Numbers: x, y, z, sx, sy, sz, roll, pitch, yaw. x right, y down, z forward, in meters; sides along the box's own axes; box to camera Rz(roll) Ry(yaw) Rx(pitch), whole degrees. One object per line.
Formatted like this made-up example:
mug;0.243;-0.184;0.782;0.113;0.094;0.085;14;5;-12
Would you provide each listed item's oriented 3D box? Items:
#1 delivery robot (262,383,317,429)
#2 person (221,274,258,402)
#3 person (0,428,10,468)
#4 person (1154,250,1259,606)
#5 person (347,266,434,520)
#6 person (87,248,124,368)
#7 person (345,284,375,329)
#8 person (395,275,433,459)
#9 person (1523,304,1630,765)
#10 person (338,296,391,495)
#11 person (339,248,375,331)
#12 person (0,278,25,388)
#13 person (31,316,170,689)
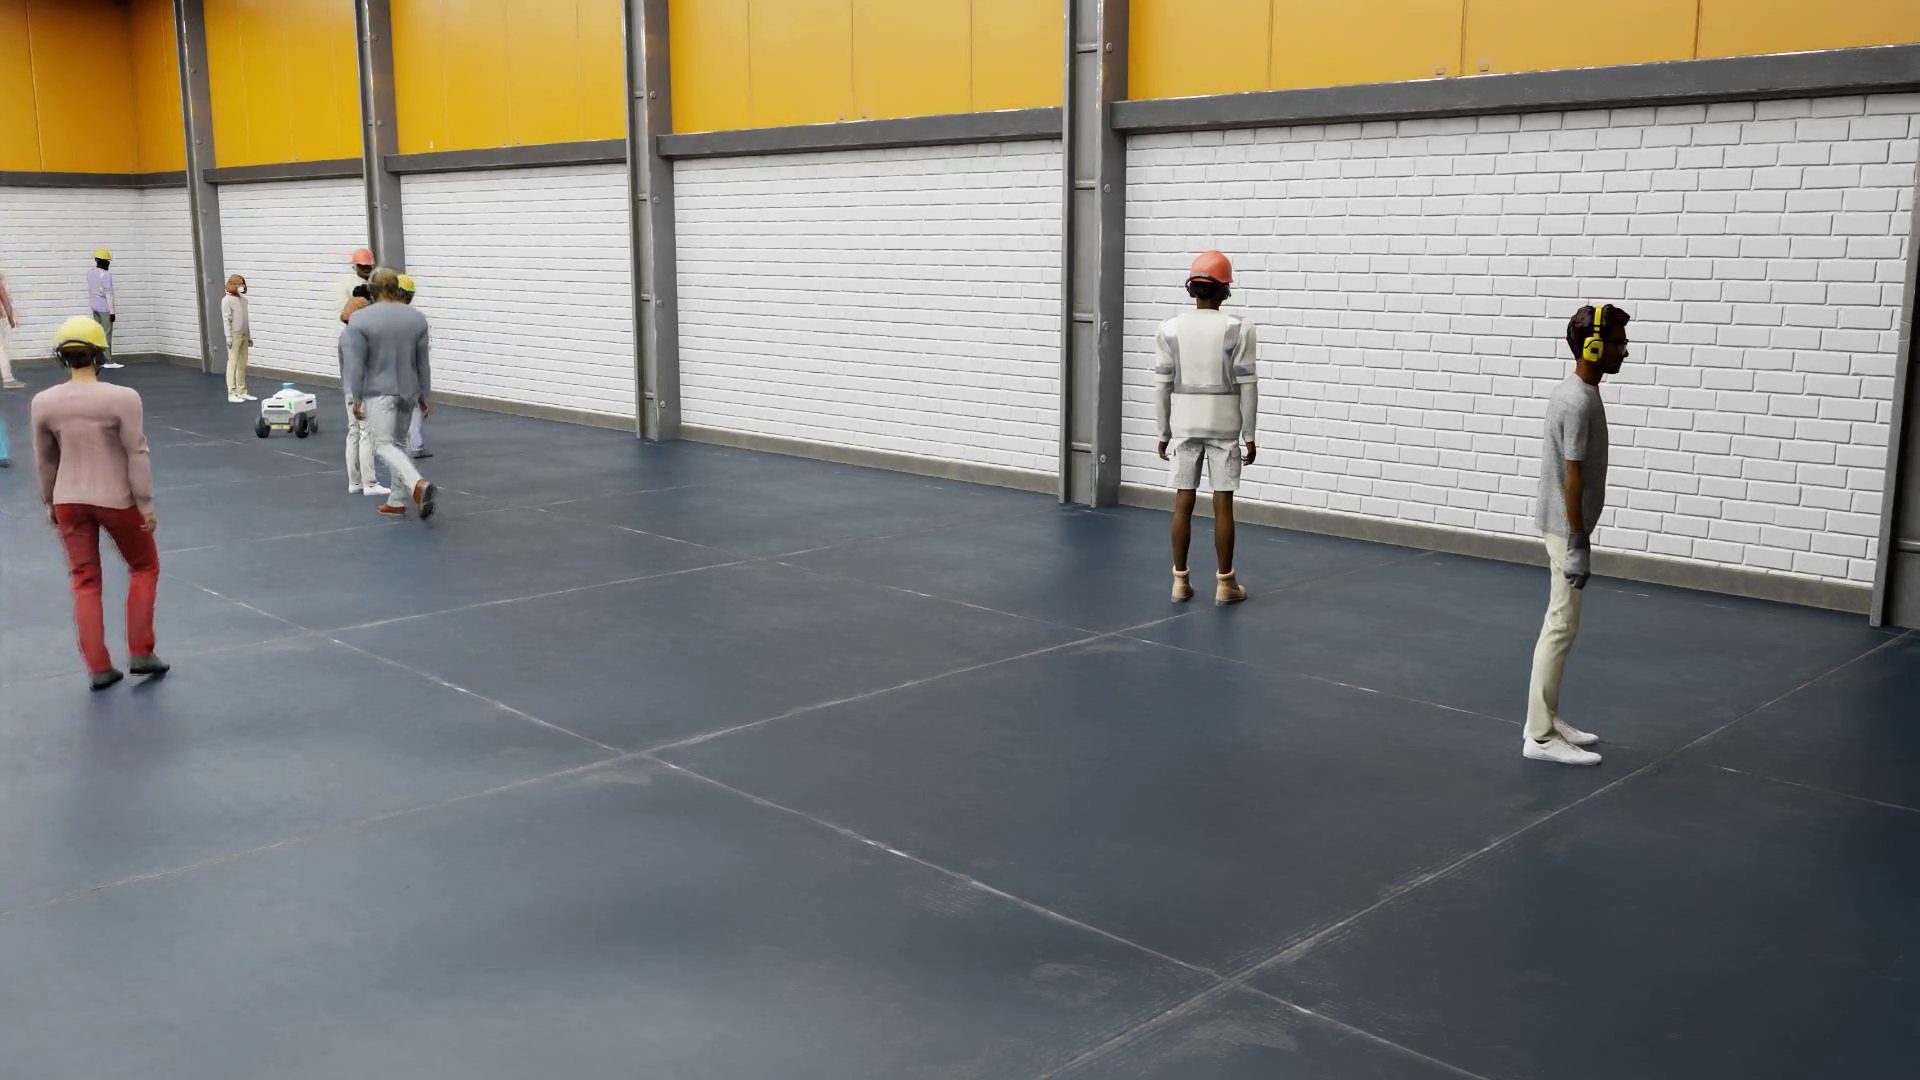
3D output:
delivery robot;-7.147;-1.427;17.725;0.477;0.478;0.707;0;10;0
person;-9.272;-2.591;21.385;0.278;1.631;0.505;2;11;9
person;-9.218;-1.536;15.195;0.974;1.789;0.584;1;10;5
person;1.427;-0.640;9.626;0.605;2.045;0.378;4;11;23
person;-4.178;-1.071;12.356;0.818;1.917;0.629;8;13;38
person;-13.761;-3.718;26.758;0.581;1.918;0.391;7;12;32
person;-5.881;-1.703;16.470;0.474;1.659;0.631;3;11;18
person;-5.331;-1.660;15.983;0.530;1.760;0.350;3;11;13
person;2.498;-0.022;6.761;0.317;1.861;0.516;3;11;18
person;-4.923;-1.184;13.713;0.507;1.633;0.278;9;14;41
person;-6.898;-2.402;19.418;0.715;1.968;0.656;10;14;43
person;-13.507;-3.062;23.138;0.393;1.949;0.772;9;14;41
person;-4.058;-0.182;7.888;0.554;1.750;0.489;0;10;-2
